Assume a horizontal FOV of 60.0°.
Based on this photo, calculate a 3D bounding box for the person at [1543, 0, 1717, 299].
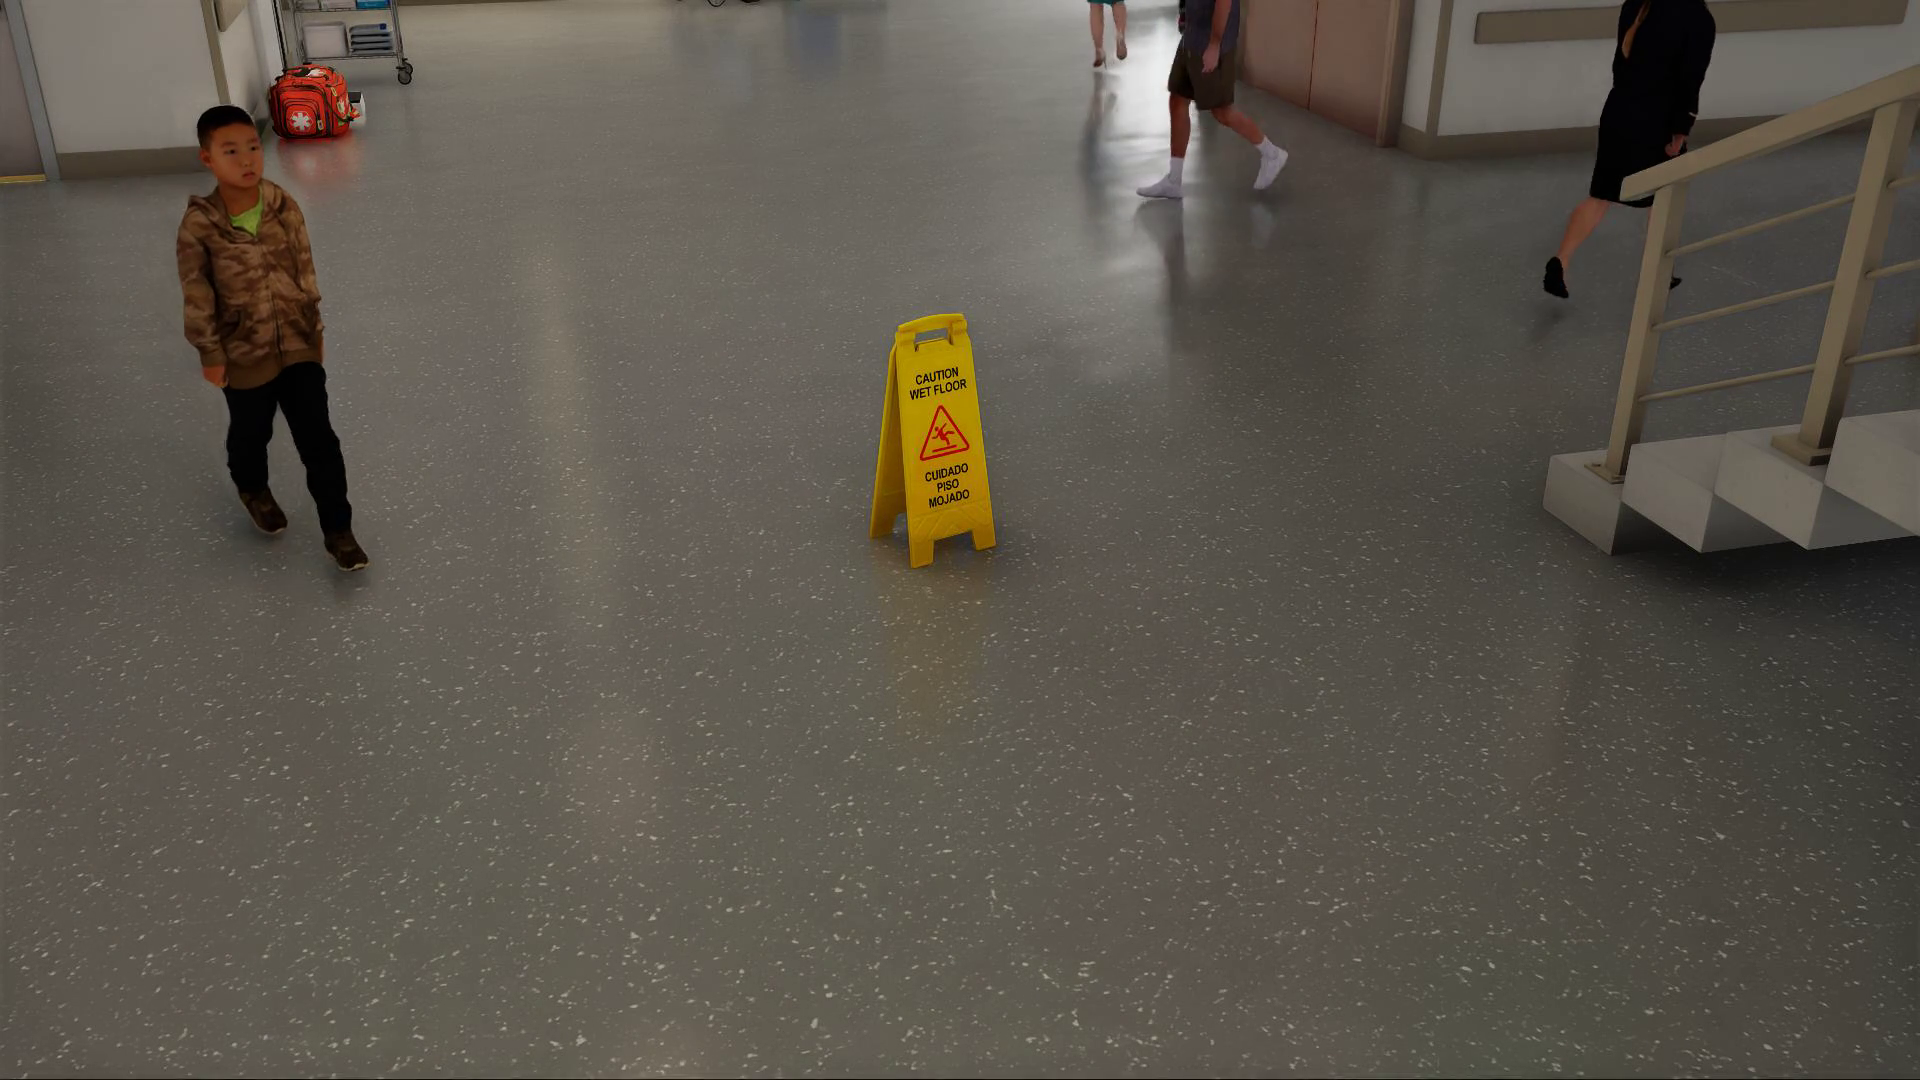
[{"bbox_3d":[3.040,-1.861,7.561,0.931,1.638,1.082,-14,29,-27],"label":"person"}]

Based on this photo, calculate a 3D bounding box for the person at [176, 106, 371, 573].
[{"bbox_3d":[-2.221,-0.629,5.246,0.855,1.430,1.077,-20,32,-36],"label":"person"}]

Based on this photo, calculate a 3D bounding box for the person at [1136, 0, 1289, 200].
[{"bbox_3d":[1.493,-2.808,9.364,0.699,1.822,1.035,-6,26,-13],"label":"person"}]

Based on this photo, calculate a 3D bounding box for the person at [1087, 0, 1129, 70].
[{"bbox_3d":[1.182,-4.524,13.043,0.560,1.674,0.721,-6,26,-13],"label":"person"}]
